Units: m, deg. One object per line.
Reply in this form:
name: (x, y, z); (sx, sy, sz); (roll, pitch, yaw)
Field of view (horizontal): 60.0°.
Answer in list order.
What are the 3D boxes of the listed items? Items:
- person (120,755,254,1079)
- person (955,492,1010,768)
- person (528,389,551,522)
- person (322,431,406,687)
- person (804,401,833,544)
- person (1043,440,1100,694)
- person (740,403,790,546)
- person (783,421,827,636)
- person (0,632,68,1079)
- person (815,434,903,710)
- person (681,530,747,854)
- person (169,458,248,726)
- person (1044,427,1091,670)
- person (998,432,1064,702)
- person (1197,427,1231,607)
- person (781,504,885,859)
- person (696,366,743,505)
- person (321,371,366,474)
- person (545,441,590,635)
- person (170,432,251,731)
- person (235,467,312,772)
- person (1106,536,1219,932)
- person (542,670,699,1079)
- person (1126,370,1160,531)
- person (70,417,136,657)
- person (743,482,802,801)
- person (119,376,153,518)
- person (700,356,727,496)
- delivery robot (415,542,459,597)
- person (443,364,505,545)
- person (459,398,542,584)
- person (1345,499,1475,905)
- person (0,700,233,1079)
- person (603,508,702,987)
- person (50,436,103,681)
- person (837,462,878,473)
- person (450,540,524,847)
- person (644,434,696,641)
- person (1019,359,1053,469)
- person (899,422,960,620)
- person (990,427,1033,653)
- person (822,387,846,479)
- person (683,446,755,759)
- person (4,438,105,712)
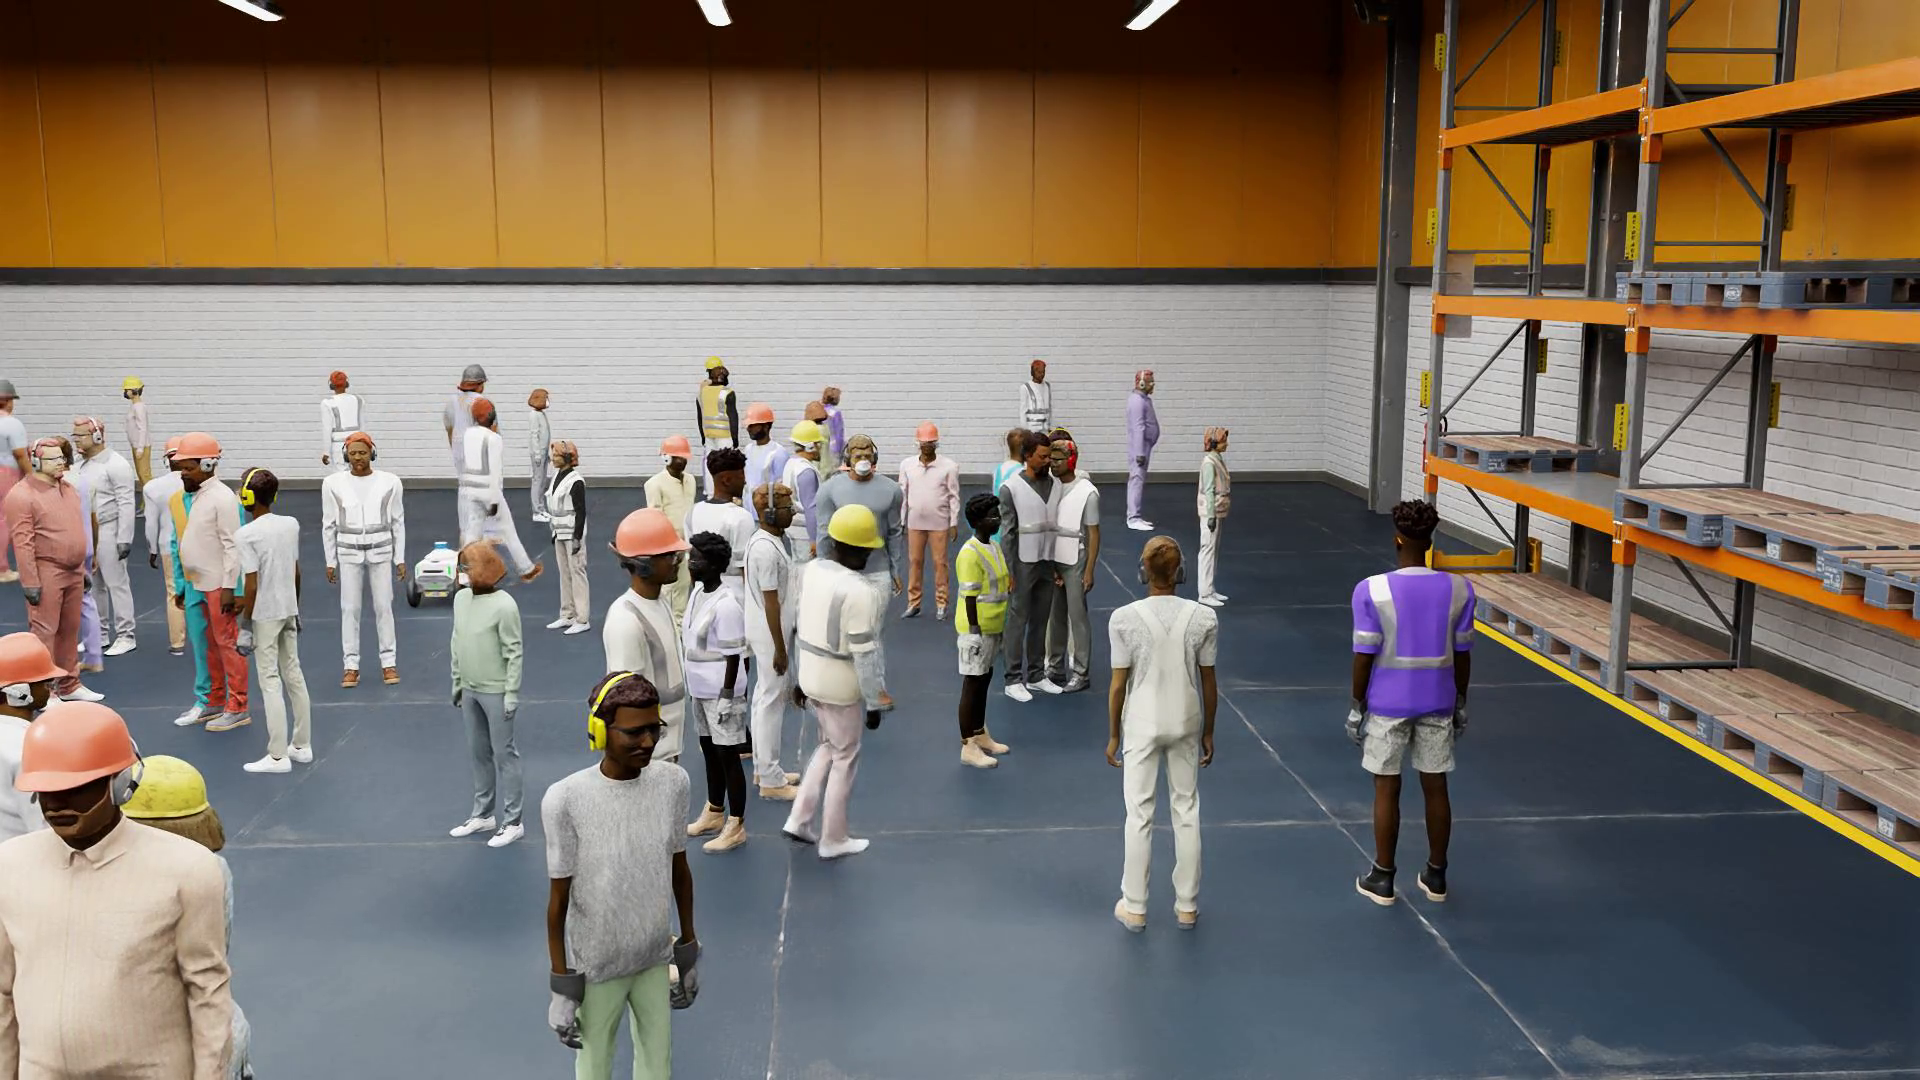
person: (-2.120, 1.437, 4.563); (0.310, 1.744, 0.486); (-2, 9, -10)
person: (0.141, 0.546, 10.306); (0.318, 1.697, 0.535); (3, 9, 17)
person: (-5.162, -1.047, 20.503); (0.286, 1.636, 0.497); (0, 9, 0)
person: (-4.385, 0.141, 12.266); (0.576, 1.883, 0.354); (-3, 10, -19)
person: (-1.581, -0.730, 18.516); (0.278, 1.631, 0.507); (2, 9, 12)
person: (0.788, 0.184, 12.116); (0.372, 1.843, 0.571); (-7, 12, -39)
person: (-1.709, -0.218, 14.347); (0.552, 1.936, 0.359); (9, 12, 43)
person: (-1.253, -0.069, 13.754); (0.404, 1.830, 0.590); (-3, 10, -20)
person: (-3.358, 1.198, 6.030); (0.561, 1.752, 0.326); (7, 12, 38)
person: (-0.684, 0.231, 11.530); (0.630, 1.940, 0.372); (-3, 10, -20)
person: (-1.299, 0.790, 8.773); (0.318, 1.697, 0.535); (-5, 11, -31)
person: (-5.011, 0.302, 11.141); (0.590, 1.919, 0.397); (3, 10, 19)
person: (0.752, 0.068, 12.769); (0.514, 1.872, 0.328); (-1, 9, -4)
person: (0.512, 0.179, 11.922); (0.599, 1.915, 0.375); (-9, 13, -43)
person: (2.331, -0.220, 15.292); (0.306, 1.639, 0.522); (3, 9, 16)
person: (-0.633, 0.741, 8.508); (0.415, 1.888, 0.635); (-7, 11, -38)
person: (-3.149, -1.360, 21.840); (0.620, 1.840, 0.430); (5, 11, 31)
person: (-7.406, -1.092, 20.008); (0.362, 1.883, 0.575); (7, 11, 37)
person: (-3.315, -0.026, 14.072); (0.310, 1.642, 0.514); (-7, 11, -37)
person: (-5.009, 0.270, 11.105); (0.617, 1.994, 0.381); (7, 12, 39)
person: (-4.210, 0.487, 10.132); (0.332, 1.874, 0.520); (3, 10, 18)
person: (0.928, 0.895, 7.673); (0.511, 1.839, 0.341); (-1, 9, -5)
person: (-1.012, 1.305, 5.045); (0.509, 1.860, 0.334); (-7, 12, -39)
person: (2.176, -1.074, 19.825); (0.399, 1.907, 0.644); (1, 9, 6)
person: (-6.877, -0.027, 13.250); (0.653, 1.906, 0.408); (4, 10, 23)
person: (-1.073, 0.581, 9.626); (0.345, 1.846, 0.508); (-2, 9, -13)
person: (-10.285, -1.160, 20.807); (0.312, 1.768, 0.529); (-6, 11, -33)
person: (-3.349, -1.540, 22.682); (0.370, 1.927, 0.588); (-5, 10, -28)
delivery robot: (-4.794, 0.260, 15.381); (0.477, 0.478, 0.707); (-1, 9, -5)
person: (-5.419, -0.969, 18.745); (0.687, 2.000, 0.536); (5, 10, 28)
person: (-4.522, -0.445, 16.080); (0.584, 1.858, 0.737); (6, 11, 32)
person: (2.155, 0.779, 7.998); (0.609, 1.965, 0.368); (-1, 9, -5)
person: (-2.146, 1.372, 4.184); (0.609, 1.995, 0.376); (-1, 9, -5)
person: (-1.311, 0.876, 7.135); (0.367, 2.046, 0.616); (0, 9, 1)
person: (-6.680, 0.136, 12.469); (0.354, 1.834, 0.519); (3, 10, 19)
person: (-0.748, 0.190, 12.355); (0.320, 1.754, 0.570); (-1, 9, -4)
person: (-2.527, 0.808, 8.857); (0.507, 1.632, 0.276); (6, 11, 35)
person: (-2.289, 0.020, 13.430); (0.325, 1.752, 0.559); (5, 10, 29)
person: (1.060, -1.538, 22.839); (0.585, 1.879, 0.374); (-9, 12, -43)
person: (-0.285, -0.164, 14.586); (0.568, 1.750, 0.342); (3, 9, 16)
person: (0.464, 0.012, 13.267); (0.462, 1.828, 0.502); (-6, 11, -35)
person: (-1.668, -1.147, 21.198); (0.479, 1.620, 0.553); (-6, 11, -35)
person: (-1.460, 0.392, 10.440); (0.606, 1.964, 0.367); (8, 12, 40)
person: (-6.281, 0.241, 11.566); (0.410, 1.909, 0.643); (1, 9, 5)
